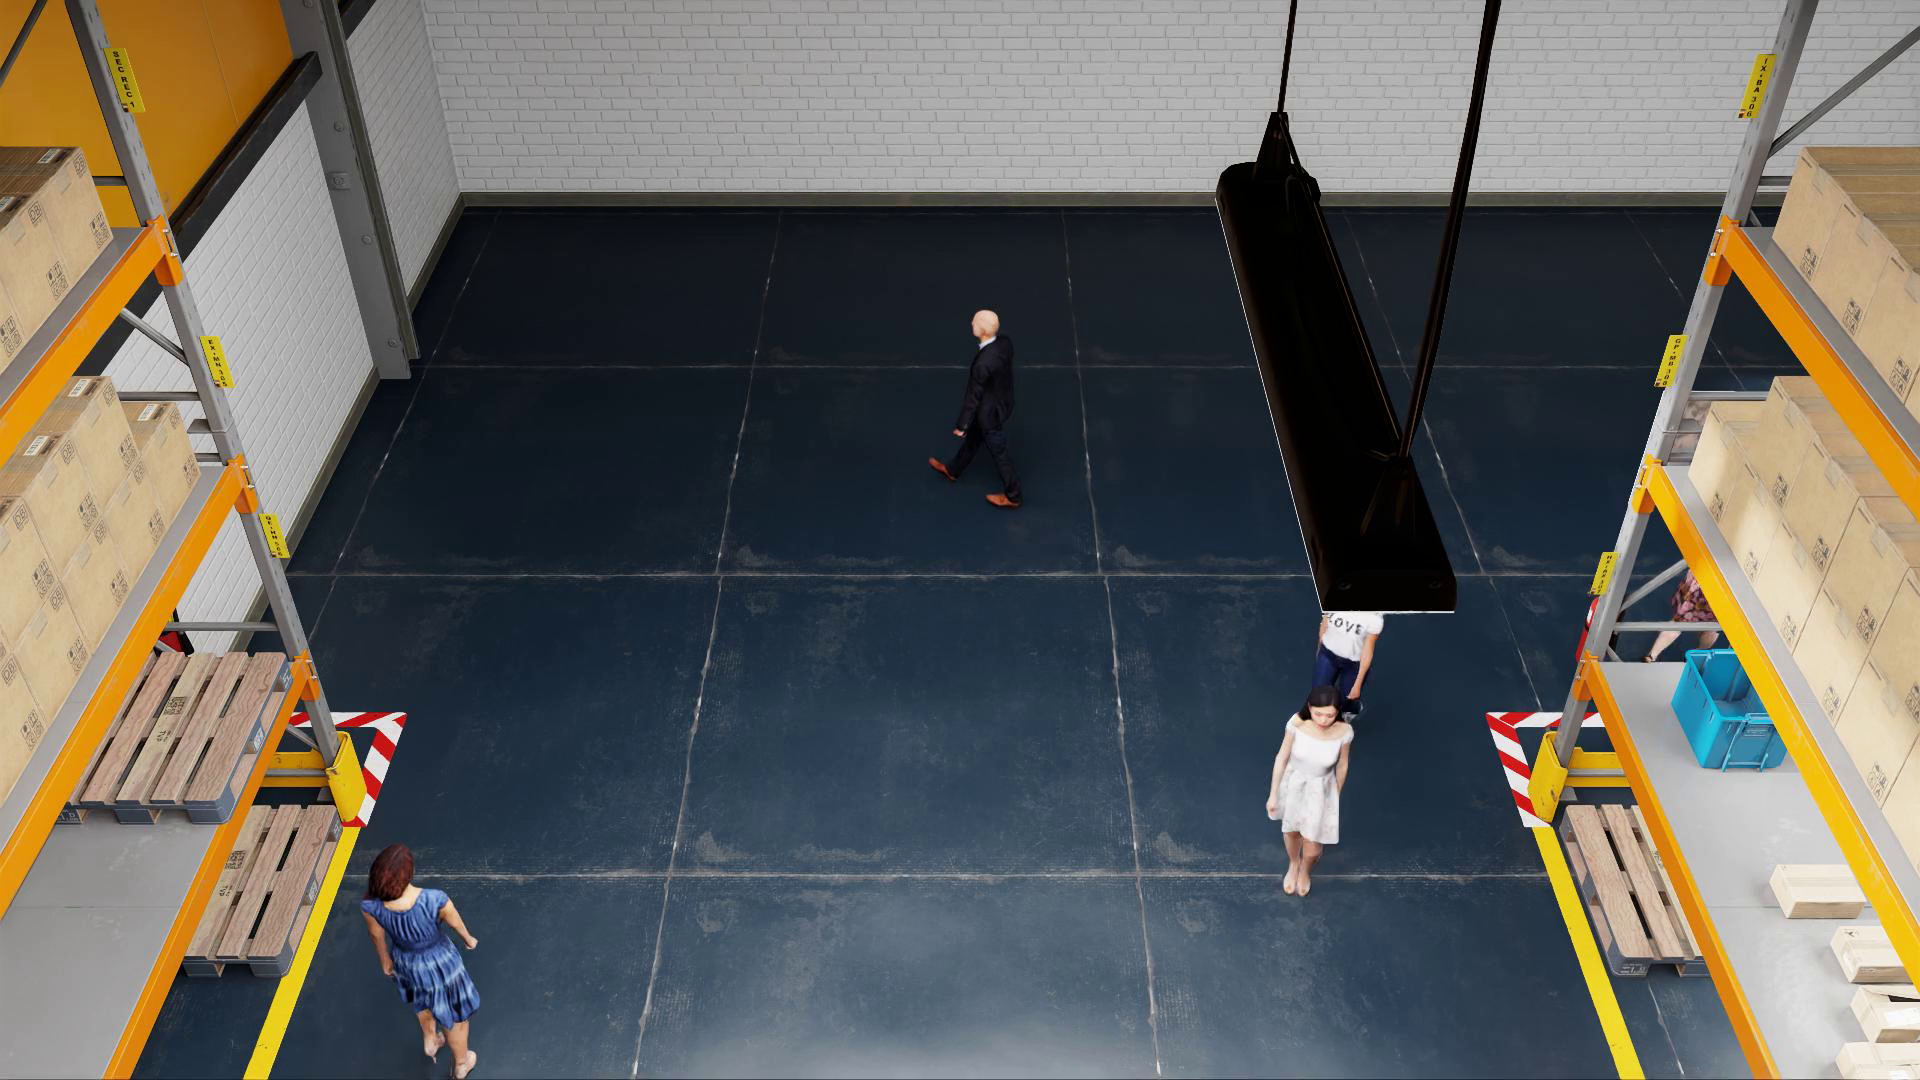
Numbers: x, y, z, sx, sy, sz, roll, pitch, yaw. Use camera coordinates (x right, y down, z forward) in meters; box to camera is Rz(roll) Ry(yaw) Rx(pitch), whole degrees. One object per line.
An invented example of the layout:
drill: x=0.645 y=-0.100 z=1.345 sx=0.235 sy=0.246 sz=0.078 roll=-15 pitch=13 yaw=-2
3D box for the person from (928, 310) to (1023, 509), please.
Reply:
person: x=0.319 y=-0.984 z=13.145 sx=1.060 sy=1.762 sz=1.172 roll=15 pitch=41 yaw=18

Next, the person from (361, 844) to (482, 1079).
person: x=-2.863 y=2.362 z=8.932 sx=0.648 sy=1.791 sz=0.660 roll=1 pitch=39 yaw=1

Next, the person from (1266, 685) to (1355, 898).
person: x=2.104 y=1.474 z=10.068 sx=0.729 sy=1.761 sz=0.777 roll=13 pitch=40 yaw=16
